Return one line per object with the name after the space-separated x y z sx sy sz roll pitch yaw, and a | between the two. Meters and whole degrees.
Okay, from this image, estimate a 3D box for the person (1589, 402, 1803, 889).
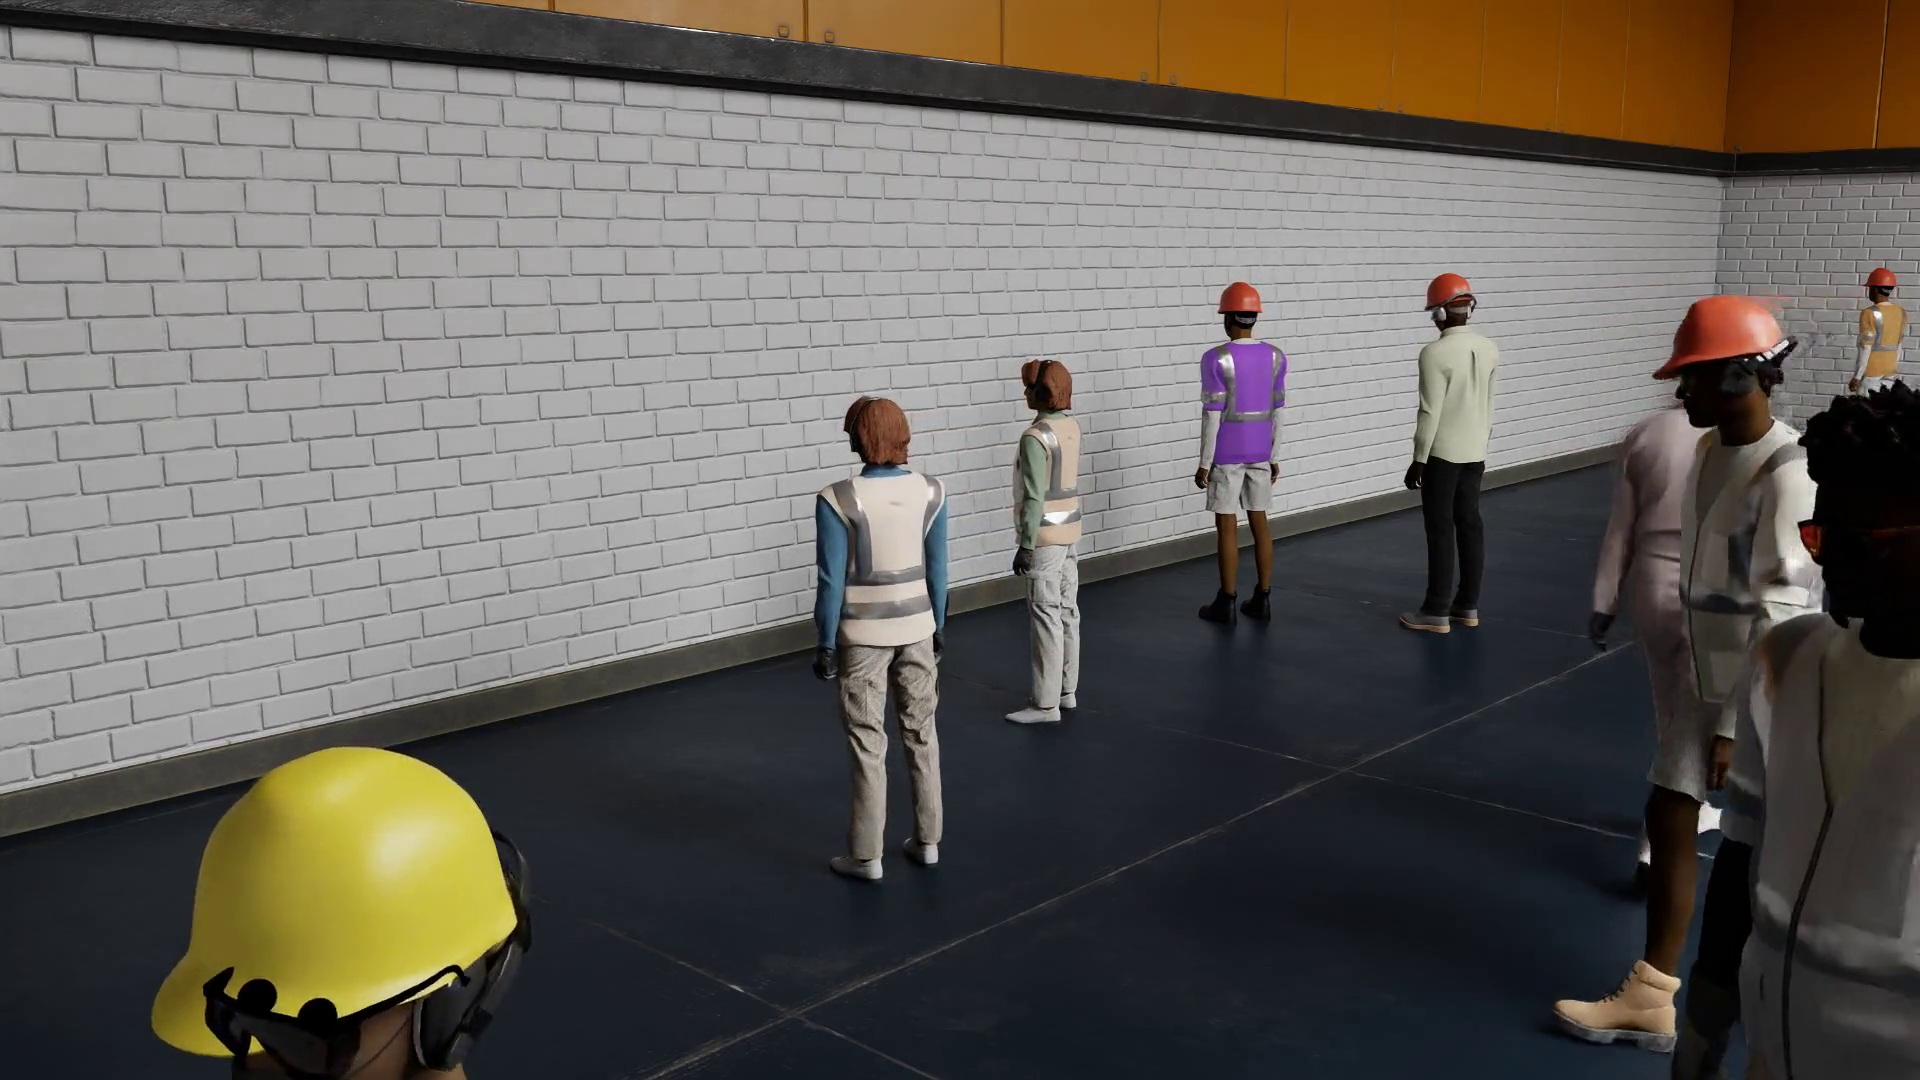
2.481 0.229 5.636 0.988 1.855 0.693 -9 13 -40 | person

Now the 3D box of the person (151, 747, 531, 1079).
-0.442 1.019 1.364 0.533 1.766 0.311 2 10 12 | person

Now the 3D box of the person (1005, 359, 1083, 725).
0.394 0.010 7.466 0.307 1.641 0.512 4 11 24 | person

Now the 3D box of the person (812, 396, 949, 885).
-0.260 0.337 5.607 0.523 1.638 0.310 -7 12 -33 | person

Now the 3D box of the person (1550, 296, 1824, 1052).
2.070 0.377 4.344 0.856 1.991 0.701 -1 10 -7 | person

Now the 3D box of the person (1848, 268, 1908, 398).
8.695 -1.608 15.828 0.543 1.939 0.360 -4 11 -23 | person

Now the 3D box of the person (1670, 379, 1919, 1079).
1.277 0.750 2.361 0.430 1.950 0.649 -3 10 -18 | person

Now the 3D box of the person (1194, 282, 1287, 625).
1.575 -0.491 9.472 0.550 1.935 0.376 -4 11 -23 | person

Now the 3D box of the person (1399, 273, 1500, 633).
2.717 -0.479 9.266 0.609 1.986 0.391 -7 12 -35 | person
